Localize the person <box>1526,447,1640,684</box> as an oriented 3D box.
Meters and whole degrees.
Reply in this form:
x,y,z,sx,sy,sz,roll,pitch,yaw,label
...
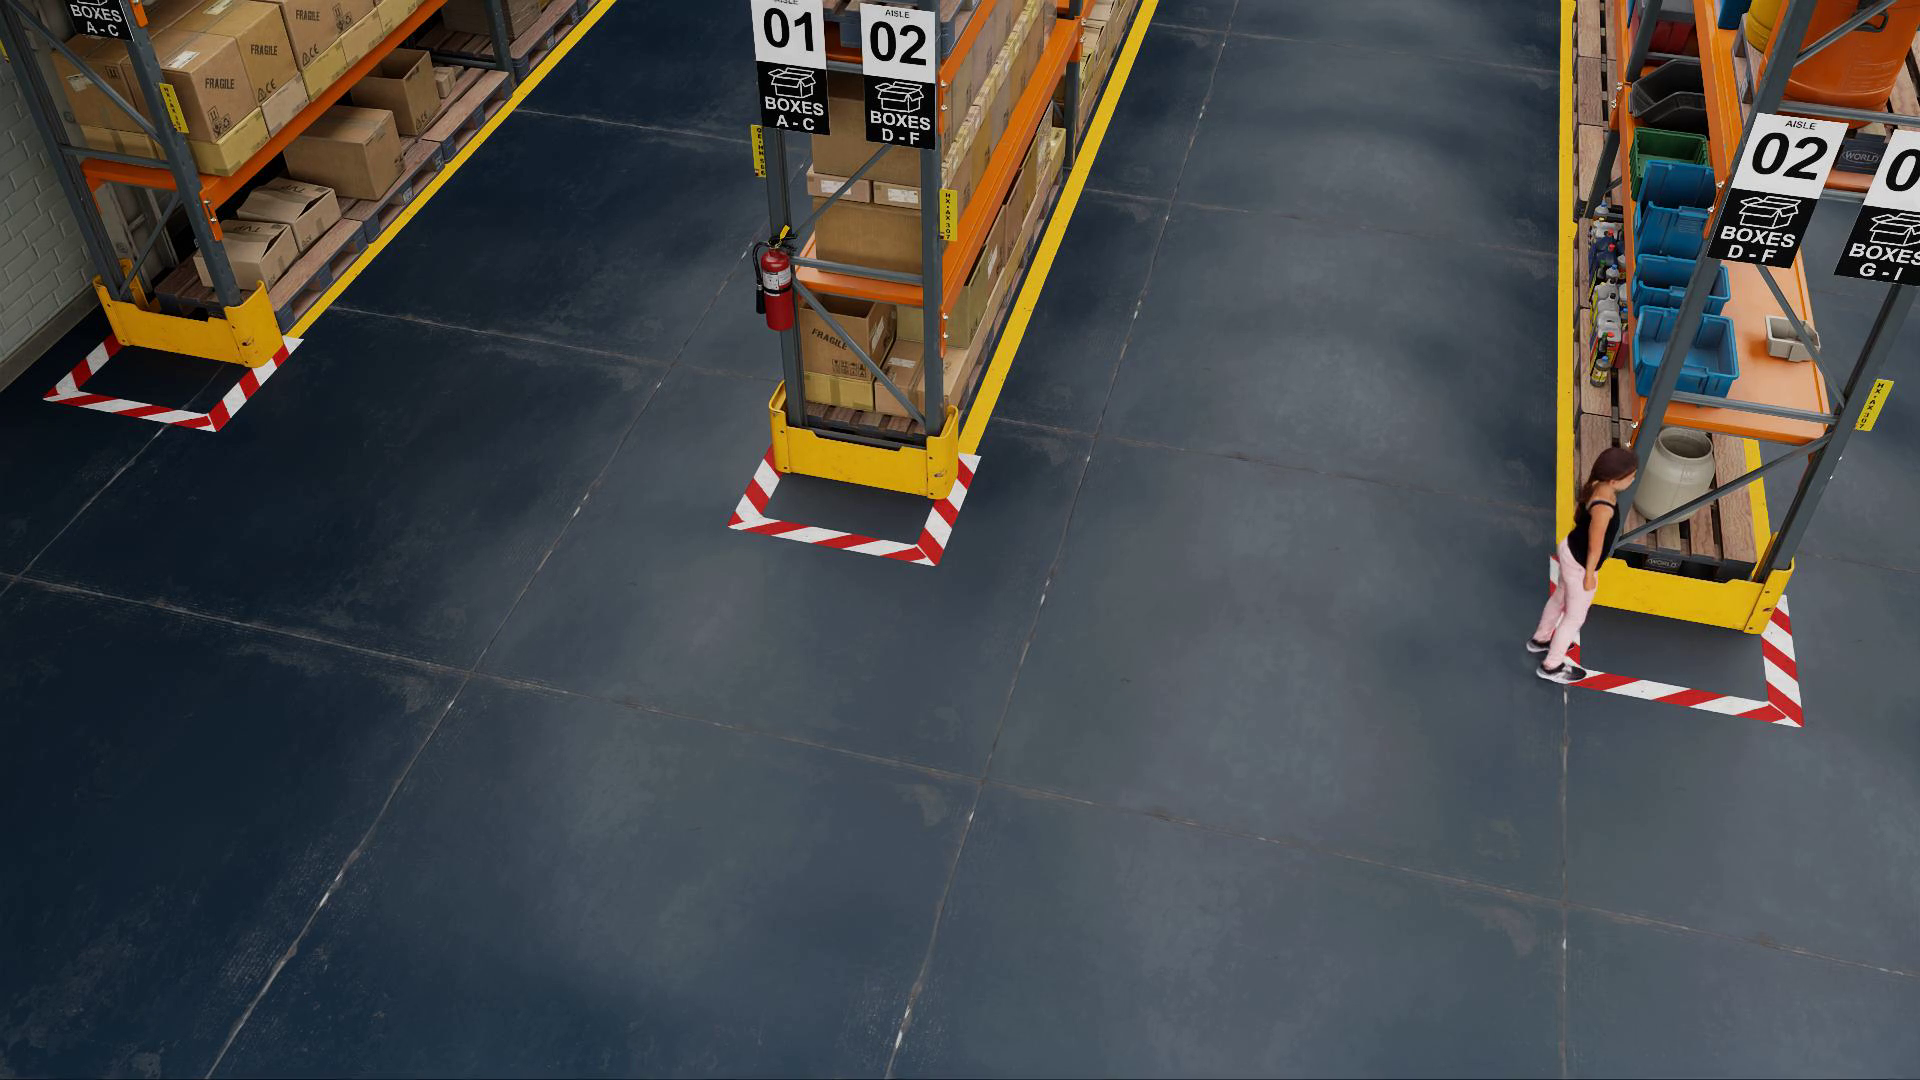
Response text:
x,y,z,sx,sy,sz,roll,pitch,yaw,label
3.348,0.104,8.986,0.607,1.563,0.507,5,43,5,person
